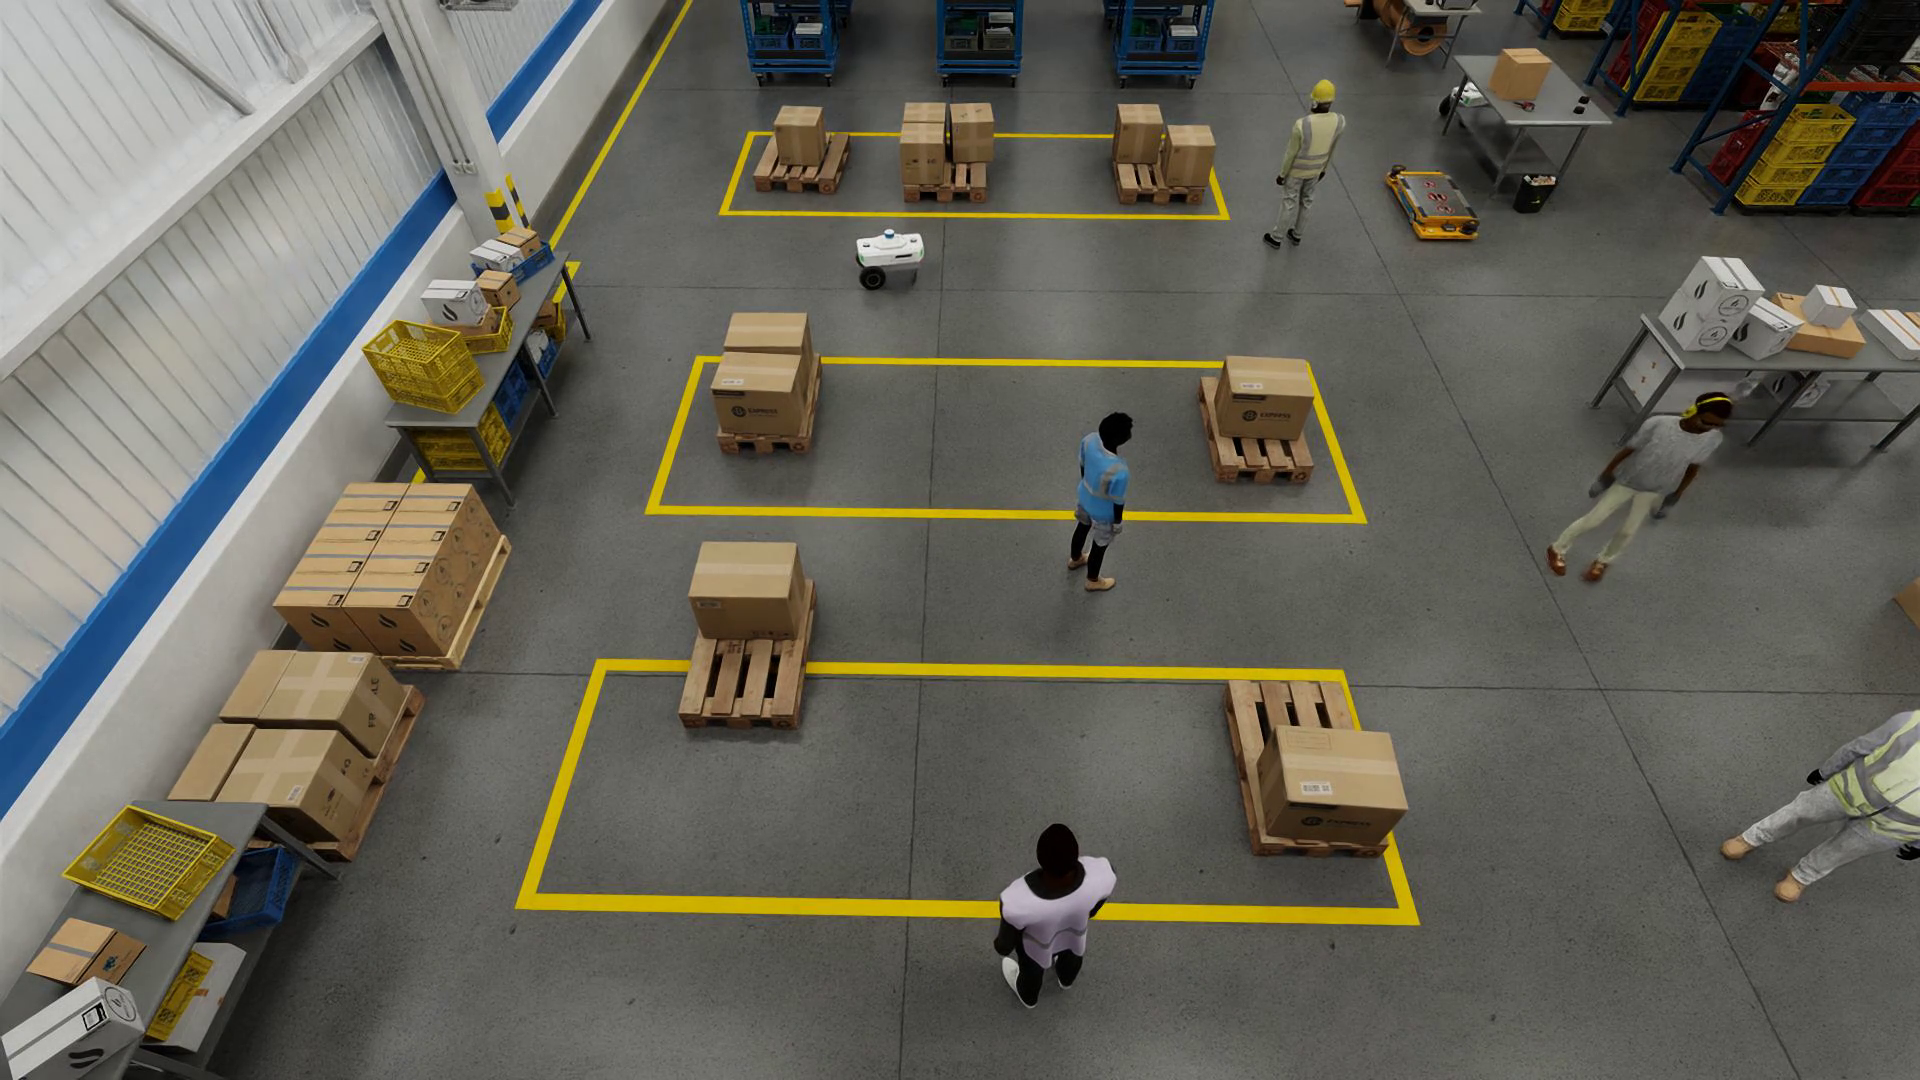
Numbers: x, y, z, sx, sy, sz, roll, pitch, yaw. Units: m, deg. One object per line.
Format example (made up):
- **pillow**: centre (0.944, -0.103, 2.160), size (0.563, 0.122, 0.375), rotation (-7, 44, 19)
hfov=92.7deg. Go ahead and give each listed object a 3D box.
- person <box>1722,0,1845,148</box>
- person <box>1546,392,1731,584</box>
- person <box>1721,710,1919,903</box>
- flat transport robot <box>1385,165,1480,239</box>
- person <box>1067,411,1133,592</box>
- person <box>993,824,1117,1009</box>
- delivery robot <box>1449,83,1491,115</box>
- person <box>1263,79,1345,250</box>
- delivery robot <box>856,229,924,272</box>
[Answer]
- **person**: centre (10.208, -5.680, 11.373), size (0.356, 1.884, 0.574), rotation (28, 55, 22)
- **person**: centre (5.017, -0.392, 6.815), size (0.568, 1.850, 0.356), rotation (16, 51, 13)
- **person**: centre (5.174, 1.507, 5.183), size (0.429, 1.839, 0.621), rotation (-26, 54, -21)
- **flat transport robot**: centre (5.692, -4.094, 11.059), size (0.652, 0.197, 1.431), rotation (1, 49, 1)
- **person**: centre (1.051, -0.276, 6.816), size (0.317, 1.695, 0.540), rotation (-20, 52, -16)
- **person**: centre (0.461, 1.988, 4.715), size (0.589, 1.915, 0.398), rotation (-15, 51, -13)
- **delivery robot**: centre (7.088, -6.076, 12.528), size (0.707, 0.478, 0.477), rotation (-15, 51, -13)
- **person**: centre (3.756, -4.069, 10.011), size (0.589, 1.834, 0.404), rotation (-12, 50, -10)
- **delivery robot**: centre (-0.757, -3.150, 9.995), size (0.707, 0.478, 0.477), rotation (-8, 50, -7)
